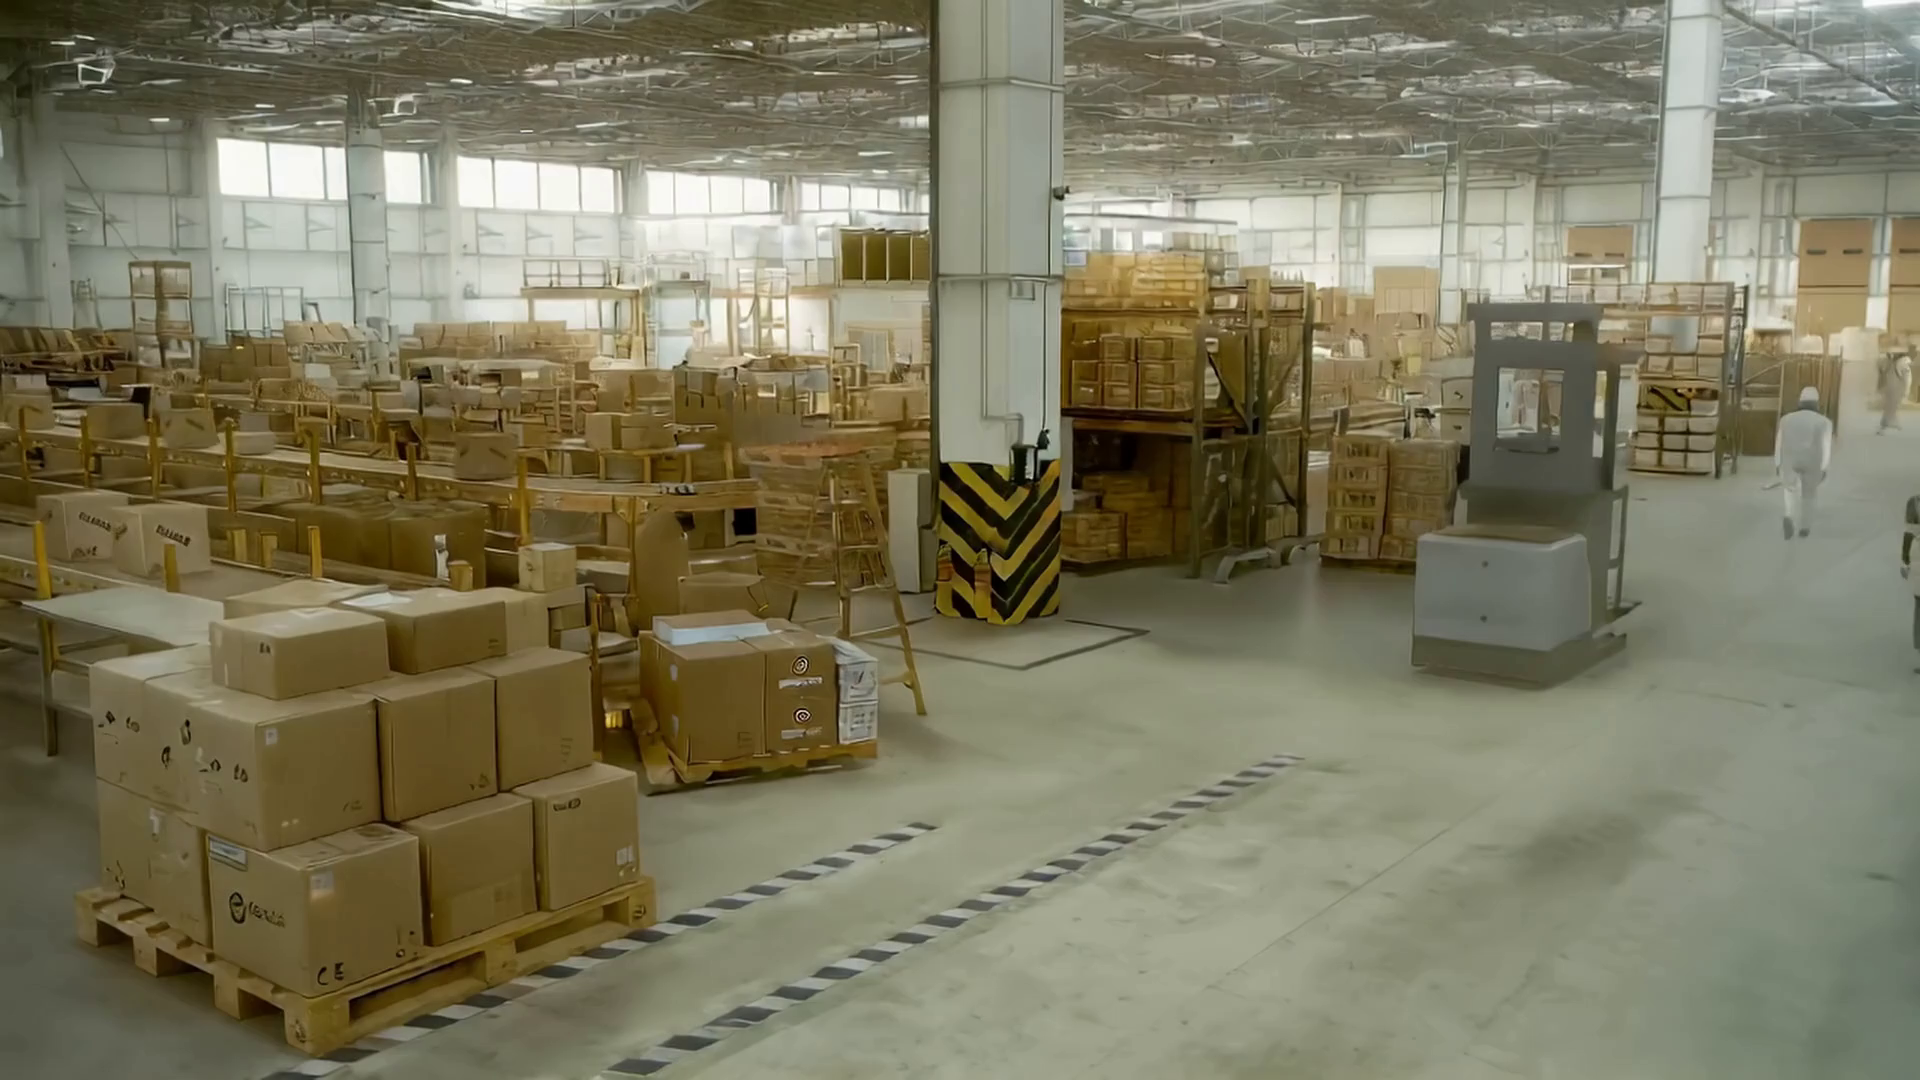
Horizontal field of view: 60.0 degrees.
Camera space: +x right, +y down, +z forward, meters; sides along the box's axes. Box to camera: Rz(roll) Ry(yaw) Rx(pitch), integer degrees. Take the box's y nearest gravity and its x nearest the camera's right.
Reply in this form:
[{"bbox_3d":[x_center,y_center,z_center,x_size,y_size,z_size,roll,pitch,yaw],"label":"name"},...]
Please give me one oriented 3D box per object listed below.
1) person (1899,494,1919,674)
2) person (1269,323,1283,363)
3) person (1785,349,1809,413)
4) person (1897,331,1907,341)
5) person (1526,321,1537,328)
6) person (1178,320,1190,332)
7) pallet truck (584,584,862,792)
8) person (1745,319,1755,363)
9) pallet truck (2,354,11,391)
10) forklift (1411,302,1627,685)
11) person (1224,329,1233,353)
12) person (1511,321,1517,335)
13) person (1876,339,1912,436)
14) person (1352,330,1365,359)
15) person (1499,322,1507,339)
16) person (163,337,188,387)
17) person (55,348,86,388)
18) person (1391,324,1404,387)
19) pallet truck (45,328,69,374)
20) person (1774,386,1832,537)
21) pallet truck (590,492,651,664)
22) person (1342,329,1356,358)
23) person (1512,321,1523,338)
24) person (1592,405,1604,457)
[{"bbox_3d":[7.591,0.166,12.880,0.550,1.663,0.855,5,10,31],"label":"person"},{"bbox_3d":[11.390,-6.912,59.968,0.506,1.846,0.350,-4,9,-23],"label":"person"},{"bbox_3d":[17.161,-3.017,34.023,0.540,1.750,0.442,-2,9,-11],"label":"person"},{"bbox_3d":[25.616,-4.731,45.163,0.974,1.882,0.601,6,10,33],"label":"person"},{"bbox_3d":[27.172,-9.775,79.035,0.647,1.918,0.444,-4,9,-24],"label":"person"},{"bbox_3d":[9.237,-8.210,68.664,0.614,1.860,0.581,5,10,30],"label":"person"},{"bbox_3d":[-1.426,0.805,10.019,1.601,1.201,0.680,-4,9,-26],"label":"pallet truck"},{"bbox_3d":[32.648,-8.222,68.808,0.621,1.845,0.429,-7,11,-40],"label":"person"},{"bbox_3d":[-24.881,-4.417,42.634,1.885,1.965,0.823,8,11,41],"label":"pallet truck"},{"bbox_3d":[4.379,-0.438,12.852,1.129,2.768,1.873,7,11,37],"label":"forklift"},{"bbox_3d":[7.460,-4.928,46.181,0.361,1.964,0.617,1,8,3],"label":"person"},{"bbox_3d":[26.353,-9.765,78.926,0.388,1.927,0.589,3,9,19],"label":"person"},{"bbox_3d":[19.021,-3.149,33.947,0.962,2.000,0.718,-3,9,-19],"label":"person"},{"bbox_3d":[11.543,-5.146,48.069,0.525,1.852,0.540,-7,11,-38],"label":"person"},{"bbox_3d":[22.710,-8.287,69.761,0.566,1.692,0.565,-3,9,-18],"label":"person"},{"bbox_3d":[-22.370,-5.077,47.464,0.657,1.884,0.705,-3,9,-21],"label":"person"},{"bbox_3d":[-19.607,-3.529,36.625,0.614,2.021,0.850,0,8,-1],"label":"person"},{"bbox_3d":[13.523,-5.690,51.409,0.352,1.940,0.551,-1,9,-9],"label":"person"},{"bbox_3d":[-23.775,-4.544,43.495,1.885,1.965,0.823,6,10,35],"label":"pallet truck"},{"bbox_3d":[9.939,-0.910,19.647,0.599,1.809,0.769,5,10,31],"label":"person"},{"bbox_3d":[-3.115,0.344,12.883,0.653,1.274,1.630,7,11,37],"label":"pallet truck"},{"bbox_3d":[12.064,-5.612,51.336,0.593,1.815,0.992,3,9,18],"label":"person"},{"bbox_3d":[20.121,-6.920,59.874,1.042,1.882,0.643,6,10,35],"label":"person"},{"bbox_3d":[6.625,-0.583,17.704,0.533,1.731,0.864,7,11,41],"label":"person"}]
